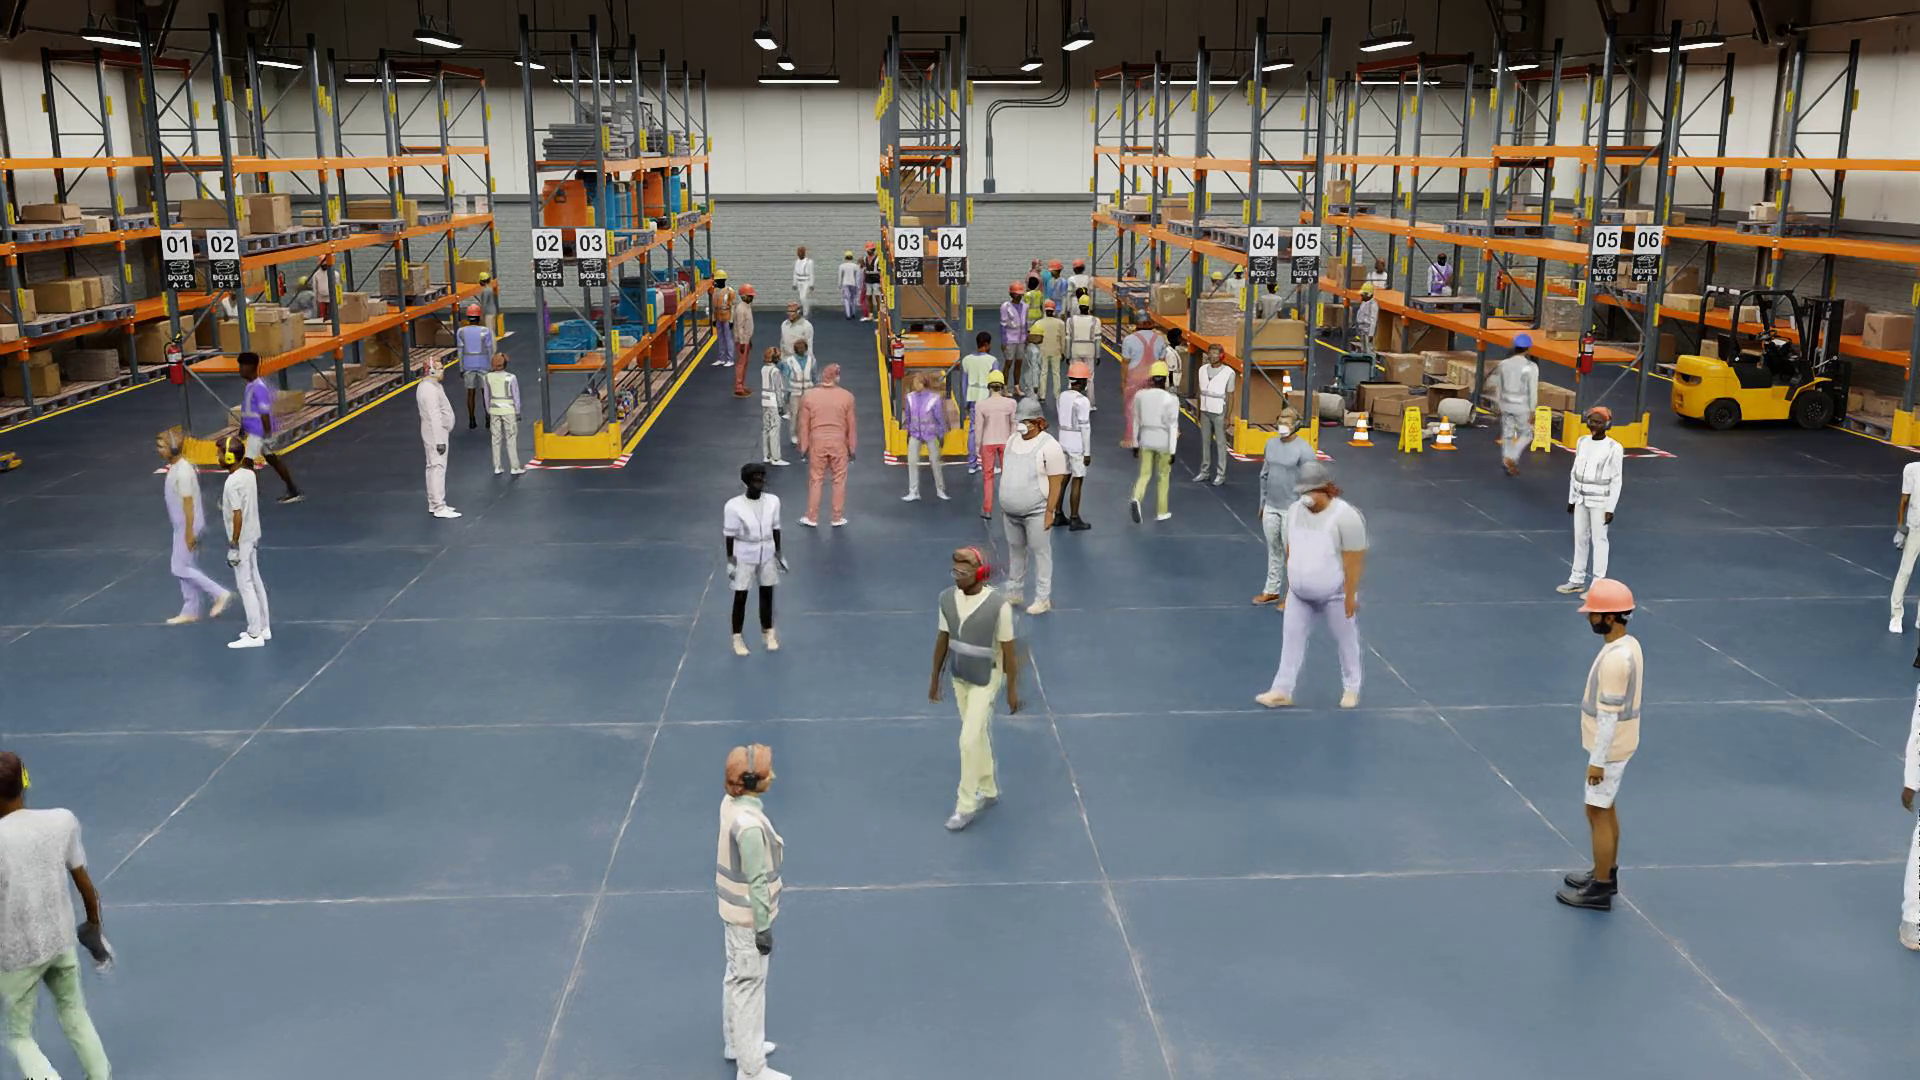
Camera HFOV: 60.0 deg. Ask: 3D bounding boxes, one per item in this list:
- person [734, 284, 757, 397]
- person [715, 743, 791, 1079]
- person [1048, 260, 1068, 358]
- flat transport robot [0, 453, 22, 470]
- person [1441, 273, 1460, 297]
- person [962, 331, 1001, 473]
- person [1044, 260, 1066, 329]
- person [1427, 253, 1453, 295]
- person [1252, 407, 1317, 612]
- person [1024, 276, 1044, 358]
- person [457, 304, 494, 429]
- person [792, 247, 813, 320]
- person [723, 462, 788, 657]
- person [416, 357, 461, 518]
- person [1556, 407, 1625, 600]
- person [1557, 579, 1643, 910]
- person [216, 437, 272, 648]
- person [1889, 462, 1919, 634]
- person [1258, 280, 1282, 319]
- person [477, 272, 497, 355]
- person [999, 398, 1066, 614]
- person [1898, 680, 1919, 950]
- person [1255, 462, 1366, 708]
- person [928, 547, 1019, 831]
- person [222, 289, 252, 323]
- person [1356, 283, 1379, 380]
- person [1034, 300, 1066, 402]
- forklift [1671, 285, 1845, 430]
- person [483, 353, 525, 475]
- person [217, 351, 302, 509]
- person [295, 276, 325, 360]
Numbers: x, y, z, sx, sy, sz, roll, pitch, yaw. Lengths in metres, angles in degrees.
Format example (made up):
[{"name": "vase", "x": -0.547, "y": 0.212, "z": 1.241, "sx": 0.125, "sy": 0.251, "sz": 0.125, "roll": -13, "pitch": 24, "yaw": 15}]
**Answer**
[{"name": "person", "x": -3.769, "y": -3.507, "z": 29.274, "sx": 0.439, "sy": 1.980, "sz": 0.631, "roll": 1, "pitch": 13, "yaw": 3}, {"name": "person", "x": -0.979, "y": 1.738, "z": 7.766, "sx": 0.310, "sy": 1.638, "sz": 0.523, "roll": -4, "pitch": 14, "yaw": -18}, {"name": "person", "x": 2.003, "y": -4.793, "z": 34.600, "sx": 0.417, "sy": 2.035, "sz": 0.608, "roll": -7, "pitch": 15, "yaw": -27}, {"name": "flat transport robot", "x": -13.205, "y": -0.970, "z": 22.169, "sx": 0.652, "sy": 0.197, "sz": 1.431, "roll": -1, "pitch": 13, "yaw": -2}, {"name": "person", "x": 10.748, "y": -5.044, "z": 36.535, "sx": 0.515, "sy": 1.615, "sz": 0.349, "roll": -4, "pitch": 14, "yaw": -17}, {"name": "person", "x": 0.289, "y": -1.834, "z": 22.313, "sx": 0.587, "sy": 1.914, "sz": 0.390, "roll": 10, "pitch": 16, "yaw": 36}, {"name": "person", "x": 2.275, "y": -5.824, "z": 39.649, "sx": 0.588, "sy": 1.699, "sz": 0.887, "roll": 9, "pitch": 16, "yaw": 33}, {"name": "person", "x": 11.536, "y": -5.969, "z": 39.981, "sx": 0.625, "sy": 1.844, "sz": 0.429, "roll": -2, "pitch": 13, "yaw": -8}, {"name": "person", "x": 3.064, "y": -0.294, "z": 15.727, "sx": 0.361, "sy": 1.939, "sz": 0.635, "roll": -9, "pitch": 16, "yaw": -34}, {"name": "person", "x": 1.515, "y": -4.626, "z": 34.593, "sx": 0.315, "sy": 1.700, "sz": 0.541, "roll": 12, "pitch": 18, "yaw": 41}, {"name": "person", "x": -7.535, "y": -2.705, "z": 25.948, "sx": 0.553, "sy": 1.935, "sz": 0.362, "roll": -1, "pitch": 13, "yaw": -5}, {"name": "person", "x": -3.997, "y": -6.467, "z": 42.042, "sx": 0.603, "sy": 1.859, "sz": 0.564, "roll": 11, "pitch": 17, "yaw": 39}, {"name": "person", "x": -1.778, "y": 0.149, "z": 14.368, "sx": 0.549, "sy": 1.694, "sz": 0.323, "roll": -9, "pitch": 16, "yaw": -33}, {"name": "person", "x": -6.189, "y": -1.219, "z": 19.721, "sx": 0.409, "sy": 1.909, "sz": 0.641, "roll": -6, "pitch": 15, "yaw": -25}, {"name": "person", "x": 6.126, "y": -0.361, "z": 16.133, "sx": 0.350, "sy": 1.883, "sz": 0.583, "roll": -6, "pitch": 15, "yaw": -24}, {"name": "person", "x": 3.699, "y": 1.167, "z": 9.580, "sx": 0.384, "sy": 1.926, "sz": 0.550, "roll": 7, "pitch": 15, "yaw": 26}, {"name": "person", "x": -6.298, "y": 0.017, "z": 14.566, "sx": 0.316, "sy": 1.867, "sz": 0.531, "roll": -1, "pitch": 13, "yaw": -4}, {"name": "person", "x": 8.677, "y": -0.071, "z": 14.937, "sx": 0.507, "sy": 1.872, "sz": 0.329, "roll": 2, "pitch": 13, "yaw": 10}, {"name": "person", "x": 5.940, "y": -4.053, "z": 31.800, "sx": 0.521, "sy": 1.874, "sz": 0.327, "roll": 9, "pitch": 16, "yaw": 34}, {"name": "person", "x": -9.925, "y": -4.742, "z": 34.957, "sx": 0.333, "sy": 1.764, "sz": 0.534, "roll": 0, "pitch": 13, "yaw": -1}, {"name": "person", "x": 0.618, "y": -0.328, "z": 15.655, "sx": 0.683, "sy": 2.000, "sz": 0.538, "roll": 12, "pitch": 18, "yaw": 41}, {"name": "person", "x": 5.435, "y": 1.327, "z": 9.008, "sx": 0.589, "sy": 1.878, "sz": 0.372, "roll": 4, "pitch": 14, "yaw": 16}, {"name": "person", "x": 2.808, "y": 0.318, "z": 12.922, "sx": 0.834, "sy": 2.000, "sz": 0.699, "roll": -12, "pitch": 18, "yaw": -42}, {"name": "person", "x": 0.019, "y": 0.947, "z": 10.709, "sx": 0.608, "sy": 1.818, "sz": 0.761, "roll": 12, "pitch": 18, "yaw": 42}, {"name": "person", "x": -13.797, "y": -4.043, "z": 31.929, "sx": 0.627, "sy": 1.805, "sz": 0.731, "roll": 2, "pitch": 13, "yaw": 8}, {"name": "person", "x": 7.685, "y": -3.937, "z": 31.425, "sx": 0.405, "sy": 1.824, "sz": 0.593, "roll": -2, "pitch": 13, "yaw": -8}, {"name": "person", "x": 1.543, "y": -3.241, "z": 28.611, "sx": 0.559, "sy": 1.752, "sz": 0.326, "roll": 0, "pitch": 13, "yaw": 1}, {"name": "forklift", "x": 12.503, "y": -2.886, "z": 26.166, "sx": 2.313, "sy": 2.155, "sz": 1.214, "roll": -1, "pitch": 13, "yaw": -3}, {"name": "person", "x": -6.107, "y": -1.680, "z": 22.245, "sx": 0.511, "sy": 1.640, "sz": 0.308, "roll": 3, "pitch": 14, "yaw": 13}, {"name": "person", "x": -8.557, "y": -1.339, "z": 20.221, "sx": 0.972, "sy": 1.924, "sz": 0.612, "roll": -6, "pitch": 14, "yaw": -23}, {"name": "person", "x": -13.397, "y": -4.572, "z": 34.289, "sx": 0.507, "sy": 1.723, "sz": 0.592, "roll": 2, "pitch": 13, "yaw": 9}]
